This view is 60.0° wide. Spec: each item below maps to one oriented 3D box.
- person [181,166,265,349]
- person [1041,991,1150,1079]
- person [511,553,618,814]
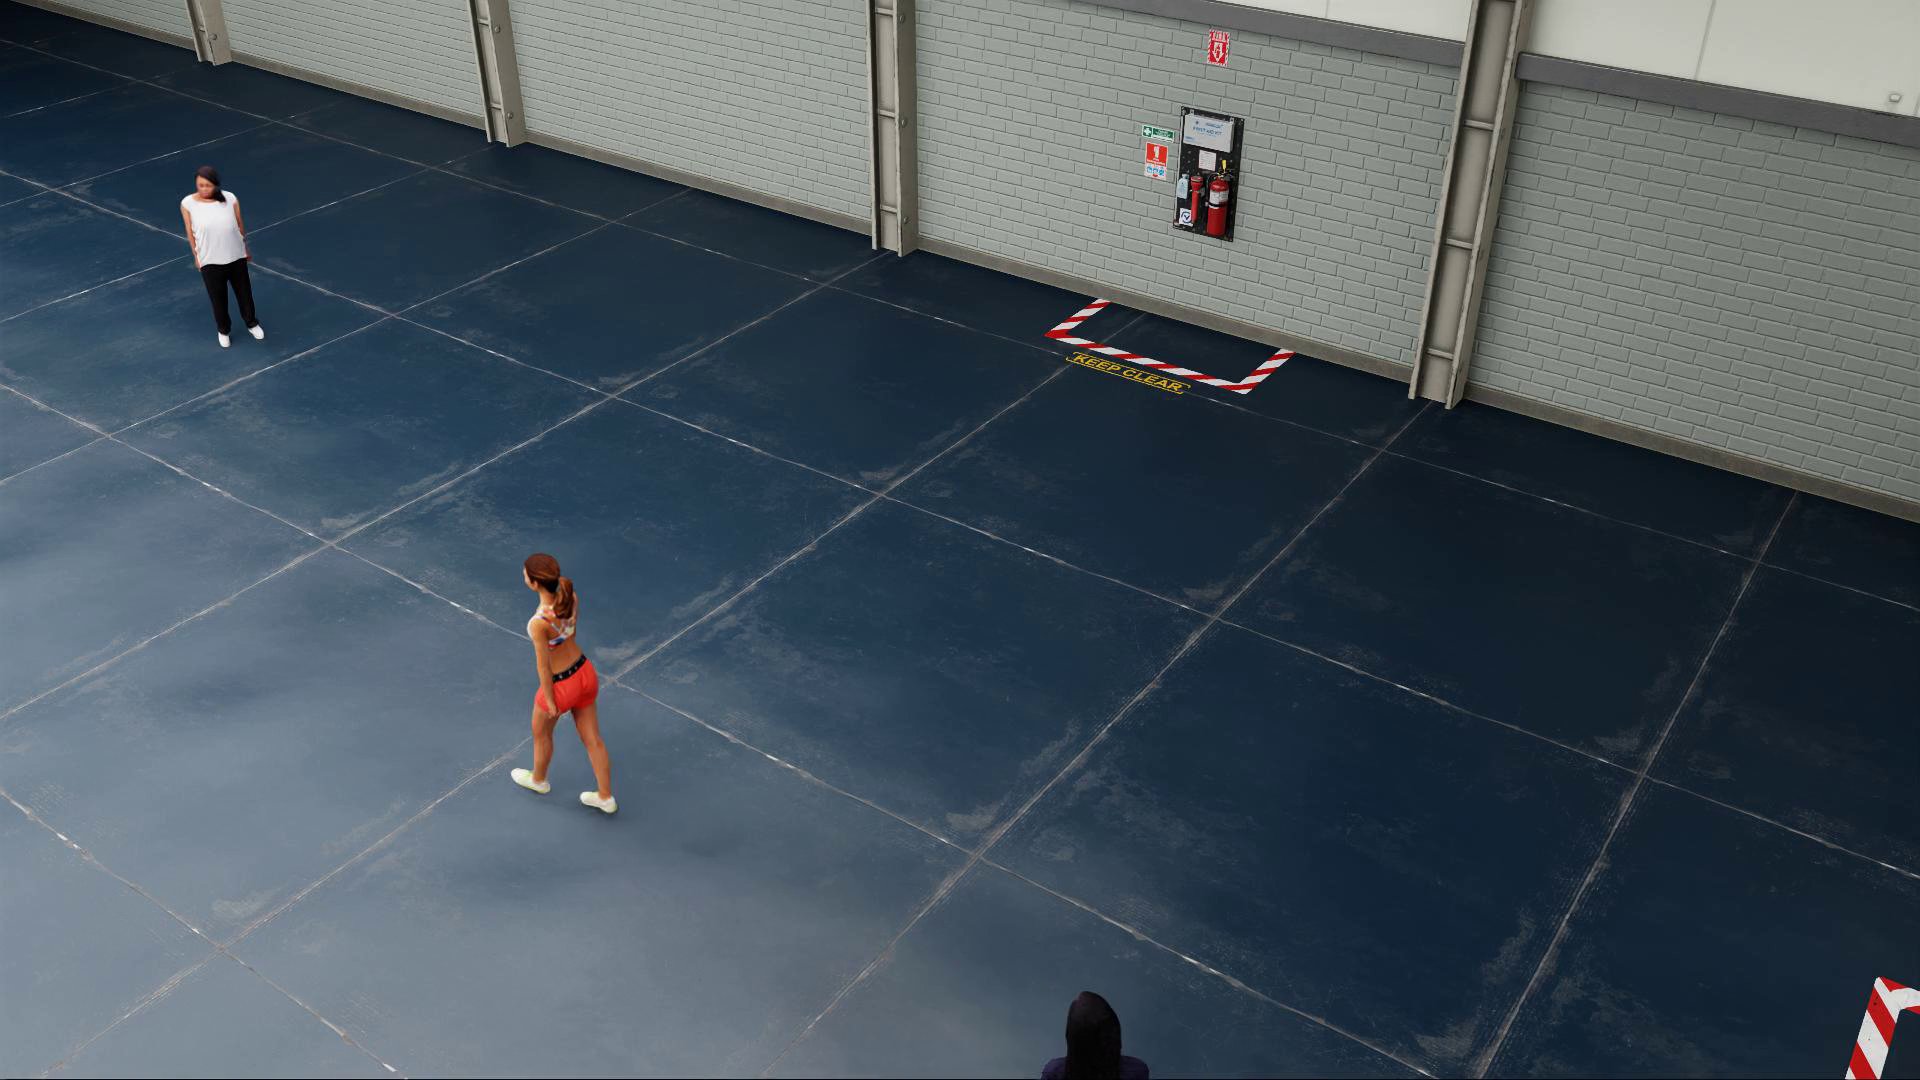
[{"bbox_3d":[-6.812,-2.643,15.366,0.746,1.687,0.750,-18,36,-26],"label":"person"},{"bbox_3d":[0.572,2.630,6.980,0.846,1.715,0.886,4,32,7],"label":"person"},{"bbox_3d":[-2.222,0.878,9.711,0.950,1.765,0.616,18,36,26],"label":"person"}]
